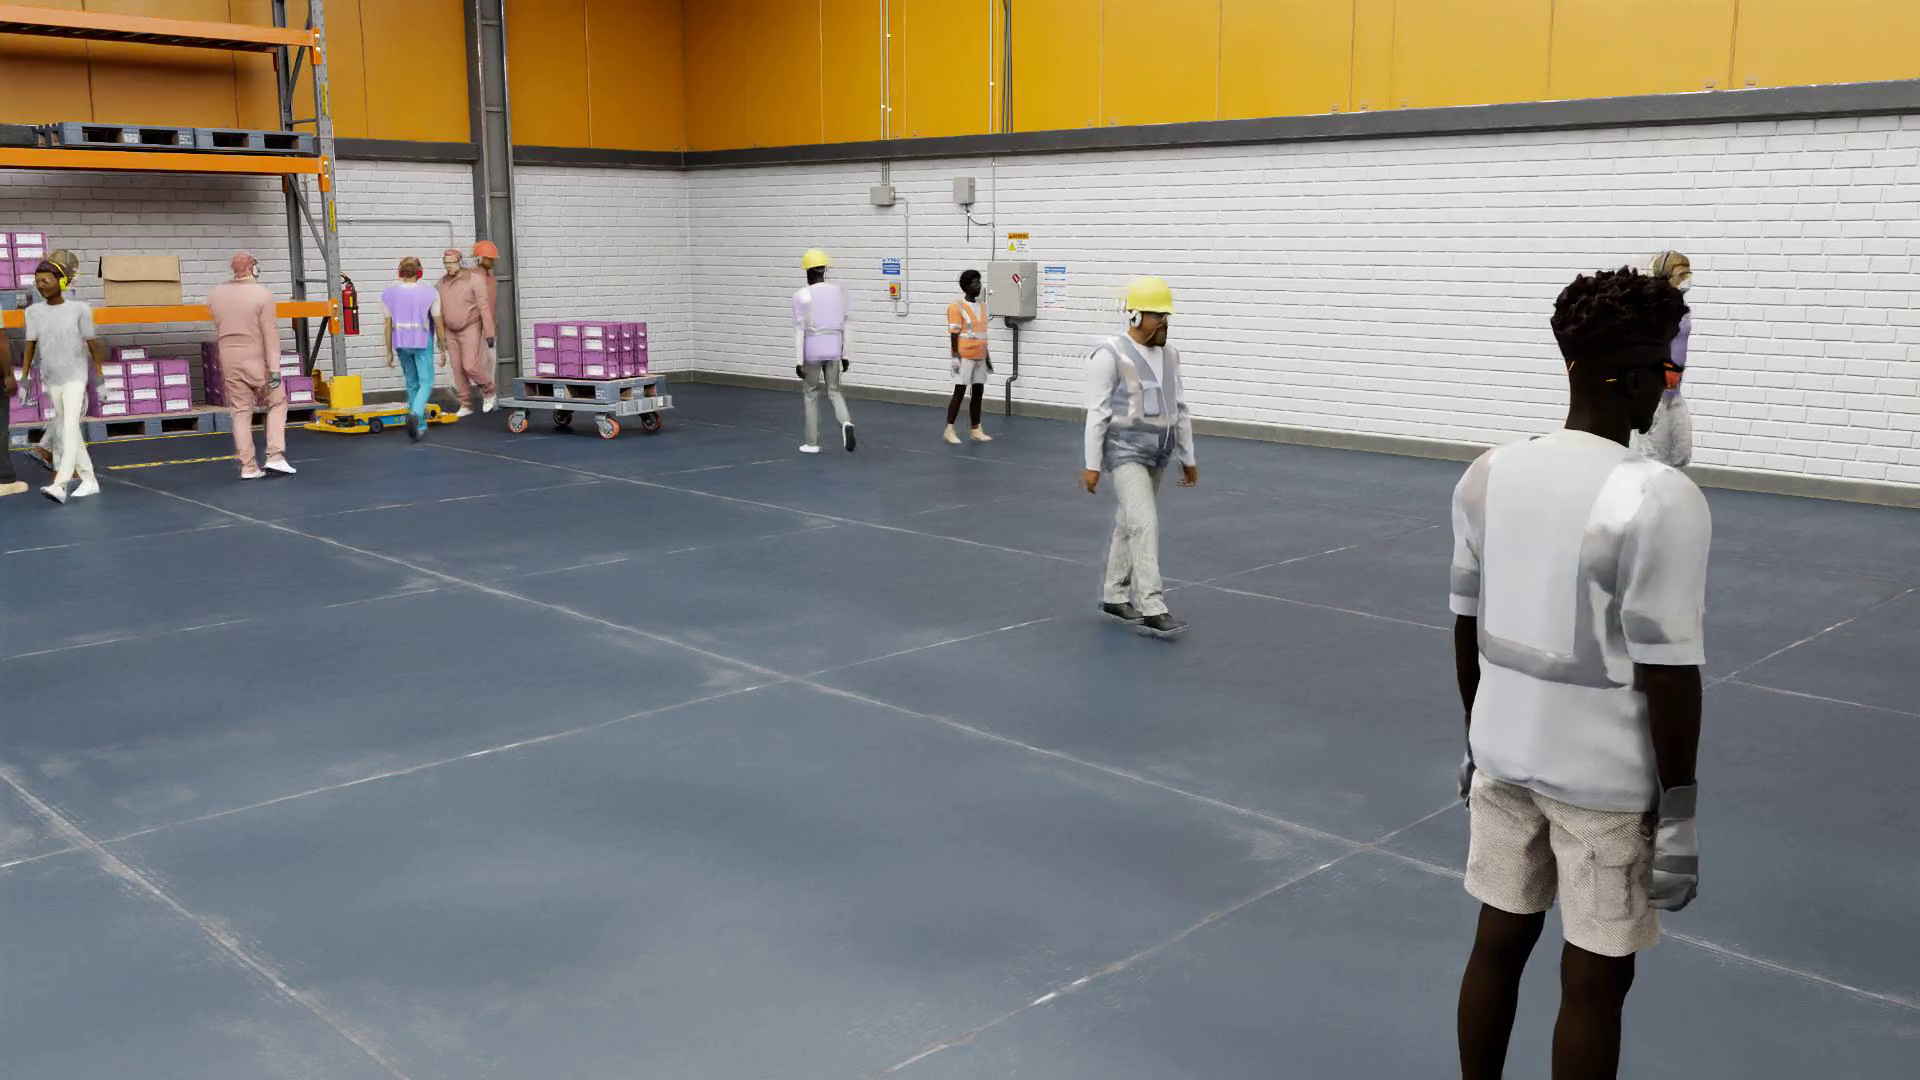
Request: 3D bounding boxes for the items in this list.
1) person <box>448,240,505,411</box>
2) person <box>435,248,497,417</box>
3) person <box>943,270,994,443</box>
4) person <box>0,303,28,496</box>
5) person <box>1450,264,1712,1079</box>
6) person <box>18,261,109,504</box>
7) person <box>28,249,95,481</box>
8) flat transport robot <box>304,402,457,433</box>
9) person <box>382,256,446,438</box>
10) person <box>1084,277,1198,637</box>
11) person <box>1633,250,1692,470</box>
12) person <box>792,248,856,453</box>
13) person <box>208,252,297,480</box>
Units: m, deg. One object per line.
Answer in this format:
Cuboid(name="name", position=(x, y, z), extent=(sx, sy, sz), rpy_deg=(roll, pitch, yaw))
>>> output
Cuboid(name="person", position=(-5.542, -2.453, 19.125), extent=(0.641, 1.964, 0.654), rpy_deg=(4, 11, 21))
Cuboid(name="person", position=(-5.545, -2.312, 18.616), extent=(0.660, 1.880, 0.485), rpy_deg=(4, 11, 22))
Cuboid(name="person", position=(0.089, -1.781, 16.267), extent=(0.452, 1.698, 0.575), rpy_deg=(10, 14, 42))
Cuboid(name="person", position=(-7.588, -1.341, 12.854), extent=(0.710, 2.000, 0.537), rpy_deg=(4, 11, 20))
Cuboid(name="person", position=(1.229, 0.439, 3.348), extent=(0.364, 1.963, 0.644), rpy_deg=(-5, 12, -25))
Cuboid(name="person", position=(-6.836, -1.182, 12.589), extent=(0.571, 1.817, 0.975), rpy_deg=(0, 10, 2))
Cuboid(name="person", position=(-7.435, -1.440, 13.761), extent=(0.461, 1.906, 0.730), rpy_deg=(-9, 14, -42))
Cuboid(name="flat transport robot", position=(-6.060, -1.295, 17.436), extent=(0.652, 0.197, 1.431), rpy_deg=(7, 12, 33))
Cuboid(name="person", position=(-5.423, -1.900, 16.493), extent=(0.584, 1.822, 0.790), rpy_deg=(0, 10, -1))
Cuboid(name="person", position=(1.003, -0.415, 8.440), extent=(0.631, 1.799, 0.785), rpy_deg=(-10, 15, -44))
Cuboid(name="person", position=(4.509, -0.905, 10.790), extent=(0.645, 1.924, 0.467), rpy_deg=(-10, 14, -42))
Cuboid(name="person", position=(-1.249, -1.719, 15.294), extent=(0.601, 1.904, 0.689), rpy_deg=(-6, 12, -29))
Cuboid(name="person", position=(-5.903, -1.446, 13.868), extent=(0.659, 1.878, 0.564), rpy_deg=(2, 11, 9))
